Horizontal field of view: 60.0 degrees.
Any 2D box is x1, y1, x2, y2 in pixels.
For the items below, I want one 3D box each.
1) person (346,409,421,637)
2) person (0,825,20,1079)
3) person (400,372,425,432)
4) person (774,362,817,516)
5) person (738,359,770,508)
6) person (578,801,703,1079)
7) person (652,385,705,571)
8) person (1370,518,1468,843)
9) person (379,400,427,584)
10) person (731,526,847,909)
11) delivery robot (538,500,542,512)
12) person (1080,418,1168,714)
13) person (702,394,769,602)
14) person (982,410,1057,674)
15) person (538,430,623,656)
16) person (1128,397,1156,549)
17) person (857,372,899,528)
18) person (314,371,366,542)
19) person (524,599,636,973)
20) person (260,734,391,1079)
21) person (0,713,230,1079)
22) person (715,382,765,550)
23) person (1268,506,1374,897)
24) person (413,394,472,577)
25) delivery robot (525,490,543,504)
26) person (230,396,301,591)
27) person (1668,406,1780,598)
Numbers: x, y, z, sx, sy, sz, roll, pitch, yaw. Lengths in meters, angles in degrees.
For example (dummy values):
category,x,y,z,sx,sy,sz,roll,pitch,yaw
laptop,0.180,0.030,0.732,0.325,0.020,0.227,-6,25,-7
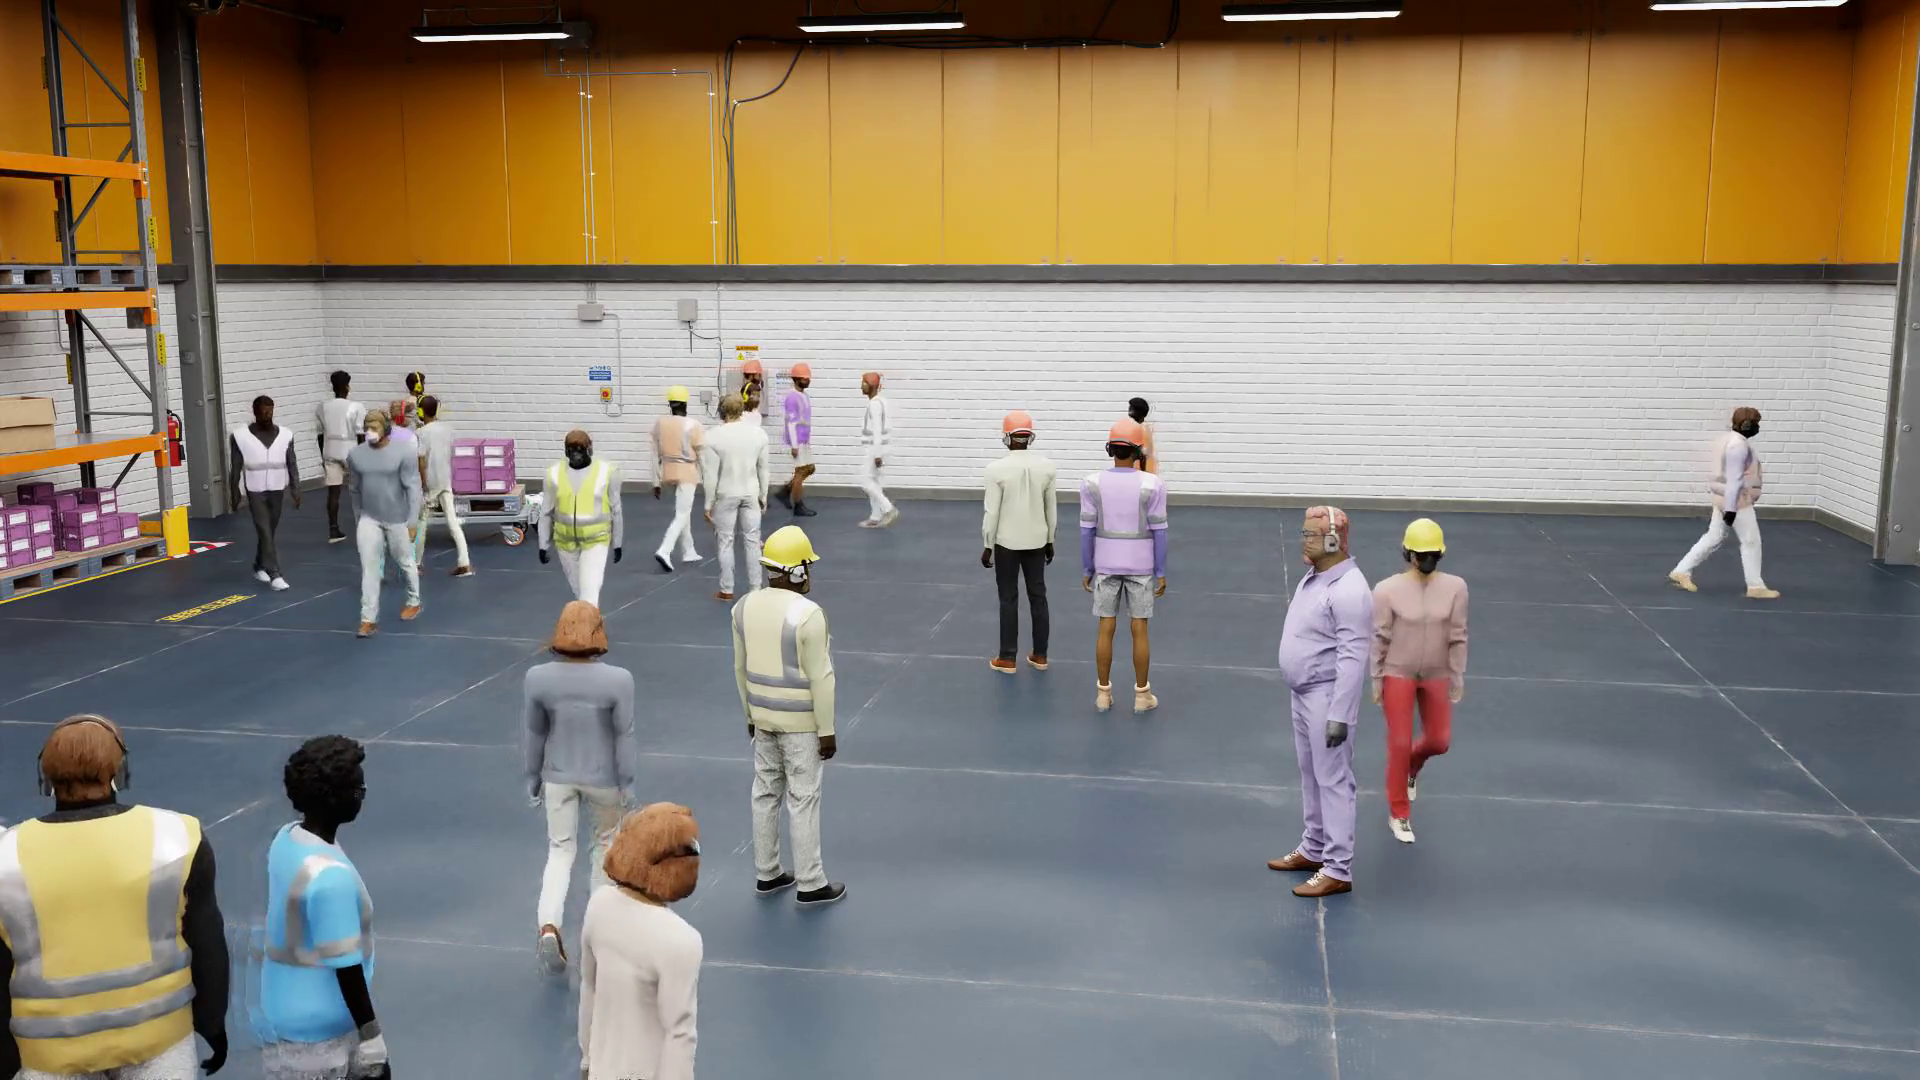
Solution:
category,x,y,z,sx,sy,sz,roll,pitch,yaw
person,-4.876,-0.175,14.142,0.647,1.893,1.011,1,9,4
person,-3.129,1.413,5.133,0.525,1.592,0.801,2,9,13
person,-6.483,-1.077,19.849,0.541,1.850,0.401,6,11,34
person,-2.026,-1.246,20.658,0.506,1.923,0.558,2,9,13
person,-2.679,-1.341,21.235,0.449,1.923,0.555,-1,9,-7
person,-0.949,1.515,4.568,0.550,1.599,0.529,9,13,43
person,-2.914,-0.644,17.063,0.580,1.898,0.938,5,10,26
person,2.451,0.718,9.012,0.522,1.748,0.574,-1,9,-5
person,-5.457,-0.451,16.100,0.569,1.809,0.500,3,10,21
person,-0.810,0.842,7.984,0.588,1.835,0.403,7,12,38
delivery robot,-4.464,-0.361,19.113,0.707,0.478,0.477,0,9,-2
person,1.128,0.181,11.440,0.606,2.044,0.374,2,9,15
person,-2.054,-0.367,15.259,0.641,1.938,0.478,-5,10,-27
person,0.442,0.012,12.634,0.616,1.993,0.395,-4,10,-23
person,-3.032,0.007,13.304,0.644,1.796,0.970,1,9,4
person,1.880,-0.718,18.146,0.630,1.673,0.540,2,9,15
person,-1.016,-1.057,19.653,0.426,1.867,0.580,1,9,3
person,-6.990,-0.967,18.941,0.615,1.914,0.897,1,9,4
person,-1.674,1.067,7.284,0.504,1.609,0.700,0,9,2
person,-1.819,1.400,5.001,0.718,1.666,0.550,-6,11,-31
person,-2.362,1.382,4.616,0.633,1.839,0.429,-5,10,-27
person,-2.395,-0.815,18.254,0.723,1.840,0.533,7,12,39
person,1.761,0.779,8.154,0.409,1.907,0.648,-1,9,-7
person,-5.242,-0.538,16.604,0.965,1.825,0.500,7,11,36
delivery robot,-4.760,-0.430,19.543,0.707,0.478,0.477,-3,10,-21
person,-6.697,-0.468,16.065,0.594,1.857,1.025,-9,13,-44
person,7.185,-0.360,15.581,0.929,1.802,0.630,2,9,13
